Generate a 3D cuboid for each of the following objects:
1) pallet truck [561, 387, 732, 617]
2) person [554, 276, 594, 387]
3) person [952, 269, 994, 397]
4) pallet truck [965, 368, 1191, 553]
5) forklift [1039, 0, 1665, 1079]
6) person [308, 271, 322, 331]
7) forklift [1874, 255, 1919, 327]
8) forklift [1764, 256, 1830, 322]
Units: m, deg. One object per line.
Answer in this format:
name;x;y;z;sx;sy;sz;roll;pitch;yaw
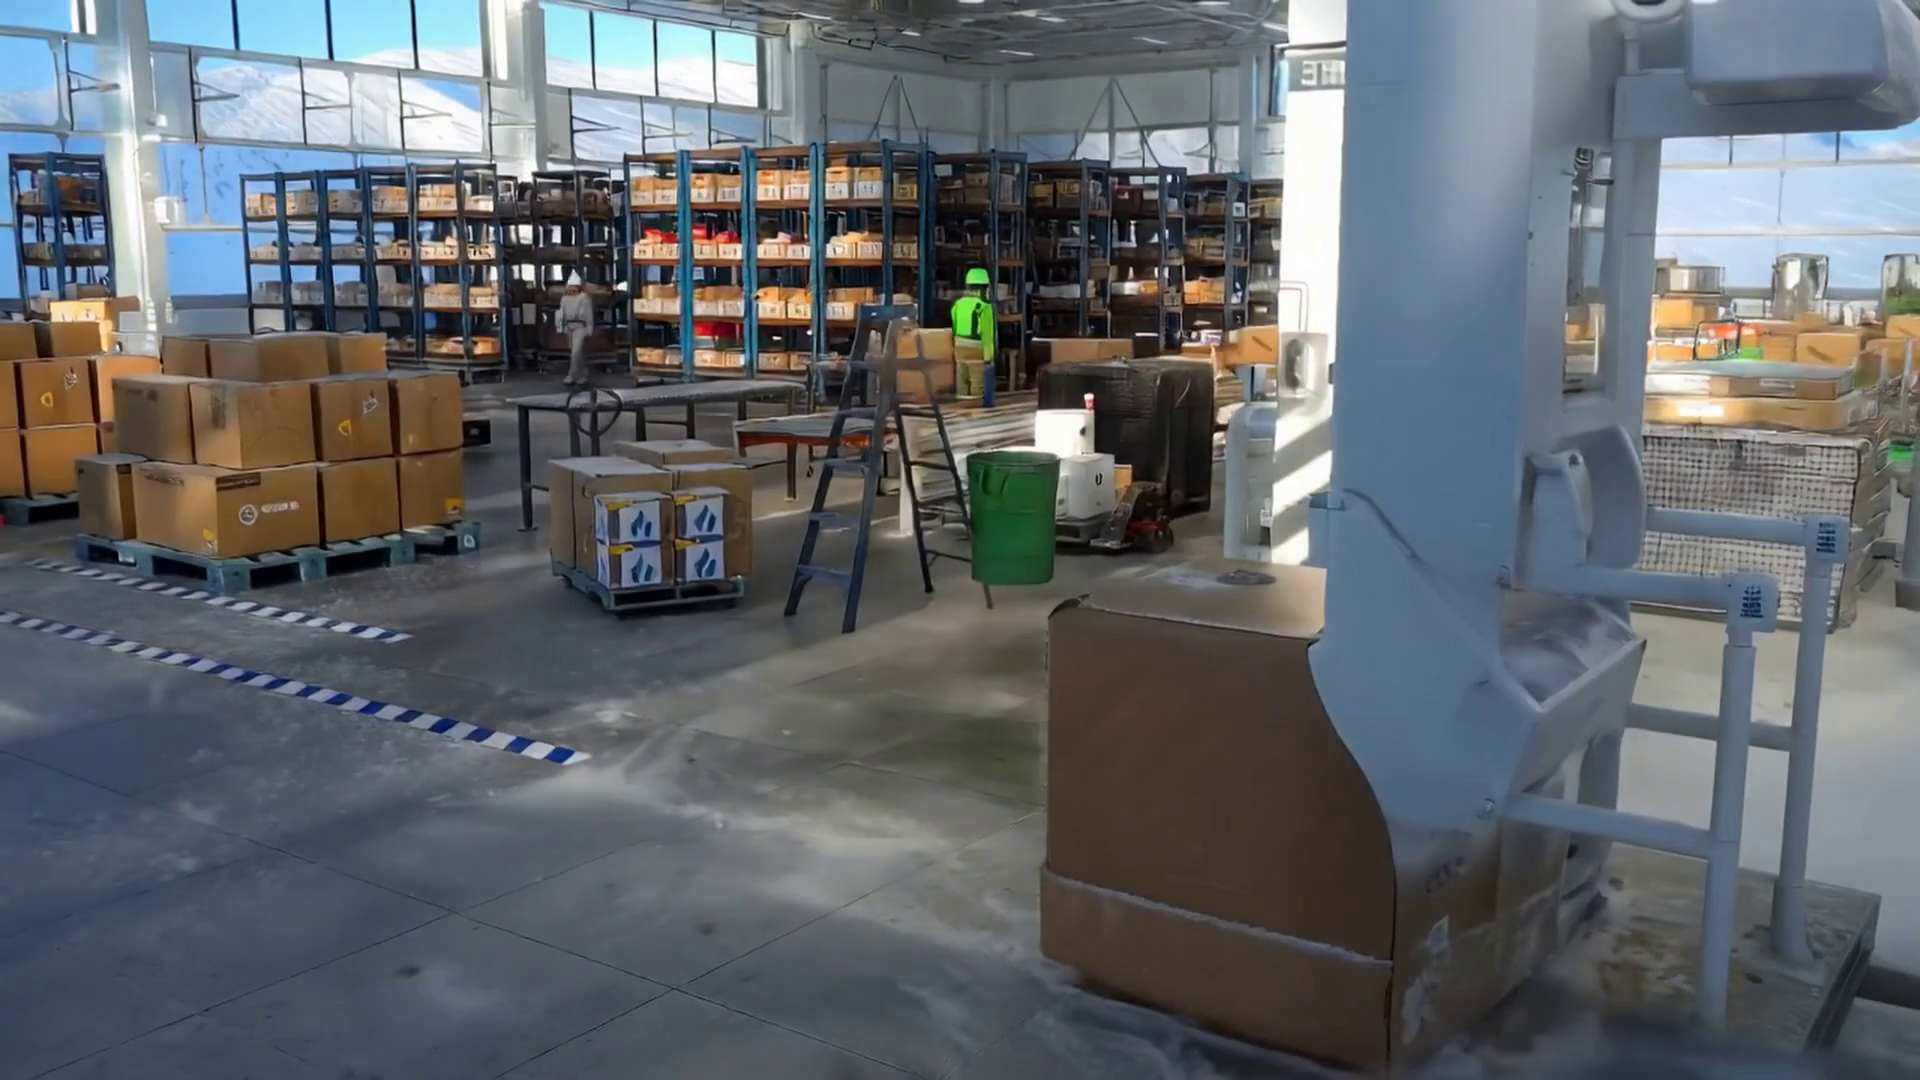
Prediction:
pallet truck;-1.981;-0.274;10.088;0.680;1.201;1.601;-5;11;-28
person;-6.239;-3.405;27.099;0.602;1.793;0.940;5;11;27
person;0.156;-2.022;18.403;0.425;1.938;0.603;-8;13;-41
pallet truck;0.845;-0.609;11.869;1.630;1.274;0.653;7;12;35
forklift;1.249;-0.137;4.360;1.873;2.768;1.129;7;12;35
person;-12.093;-4.172;31.540;0.596;1.832;0.436;5;11;27
forklift;22.089;-5.634;38.796;1.157;1.987;2.680;6;11;33
forklift;20.253;-5.854;40.139;1.157;1.987;2.680;7;12;35
